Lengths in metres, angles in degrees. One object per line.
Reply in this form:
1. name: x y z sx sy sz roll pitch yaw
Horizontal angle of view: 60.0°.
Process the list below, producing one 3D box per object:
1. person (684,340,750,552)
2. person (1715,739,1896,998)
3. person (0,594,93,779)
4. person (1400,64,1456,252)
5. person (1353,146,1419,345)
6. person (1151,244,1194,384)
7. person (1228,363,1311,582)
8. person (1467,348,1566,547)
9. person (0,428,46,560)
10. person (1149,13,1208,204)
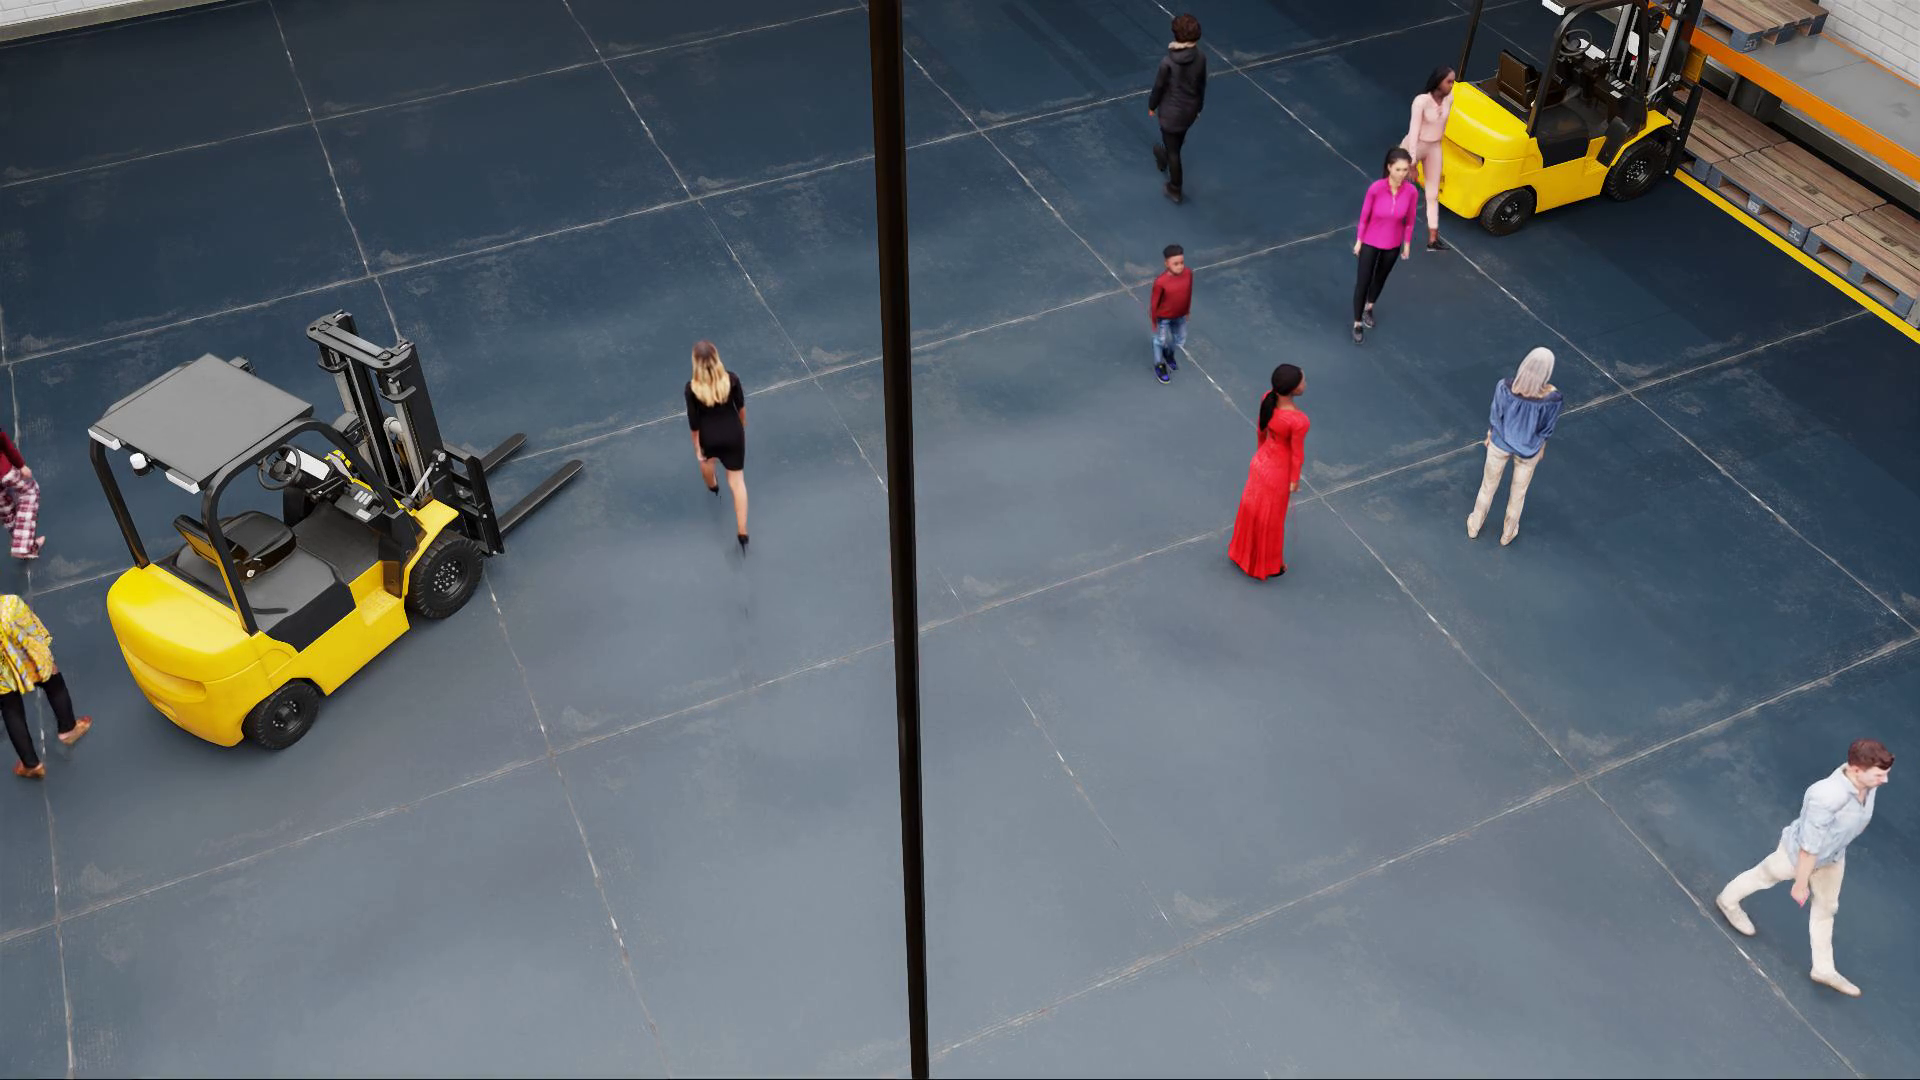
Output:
1. person: -1.674 -0.643 11.804 0.701 1.620 1.114 -10 45 -10
2. person: 4.650 1.665 9.242 0.697 1.813 1.128 -20 47 -20
3. person: -5.873 0.813 10.268 0.757 1.631 0.798 -15 46 -15
4. person: 4.001 -3.431 14.693 0.660 1.671 1.161 -15 46 -15
5. person: 3.461 -2.491 13.696 0.763 1.697 0.884 -1 44 -1
6. person: 1.660 -1.859 13.349 0.526 1.250 0.529 -16 46 -16
7. person: 2.156 -0.469 11.510 0.696 1.784 0.540 -20 47 -20
8. person: 3.931 -0.660 11.773 0.701 1.698 0.763 14 45 15
9. person: -6.767 -0.459 11.560 0.766 1.691 0.811 -2 44 -2
10. person: 2.017 -3.865 15.091 0.684 1.751 1.016 -15 46 -15
